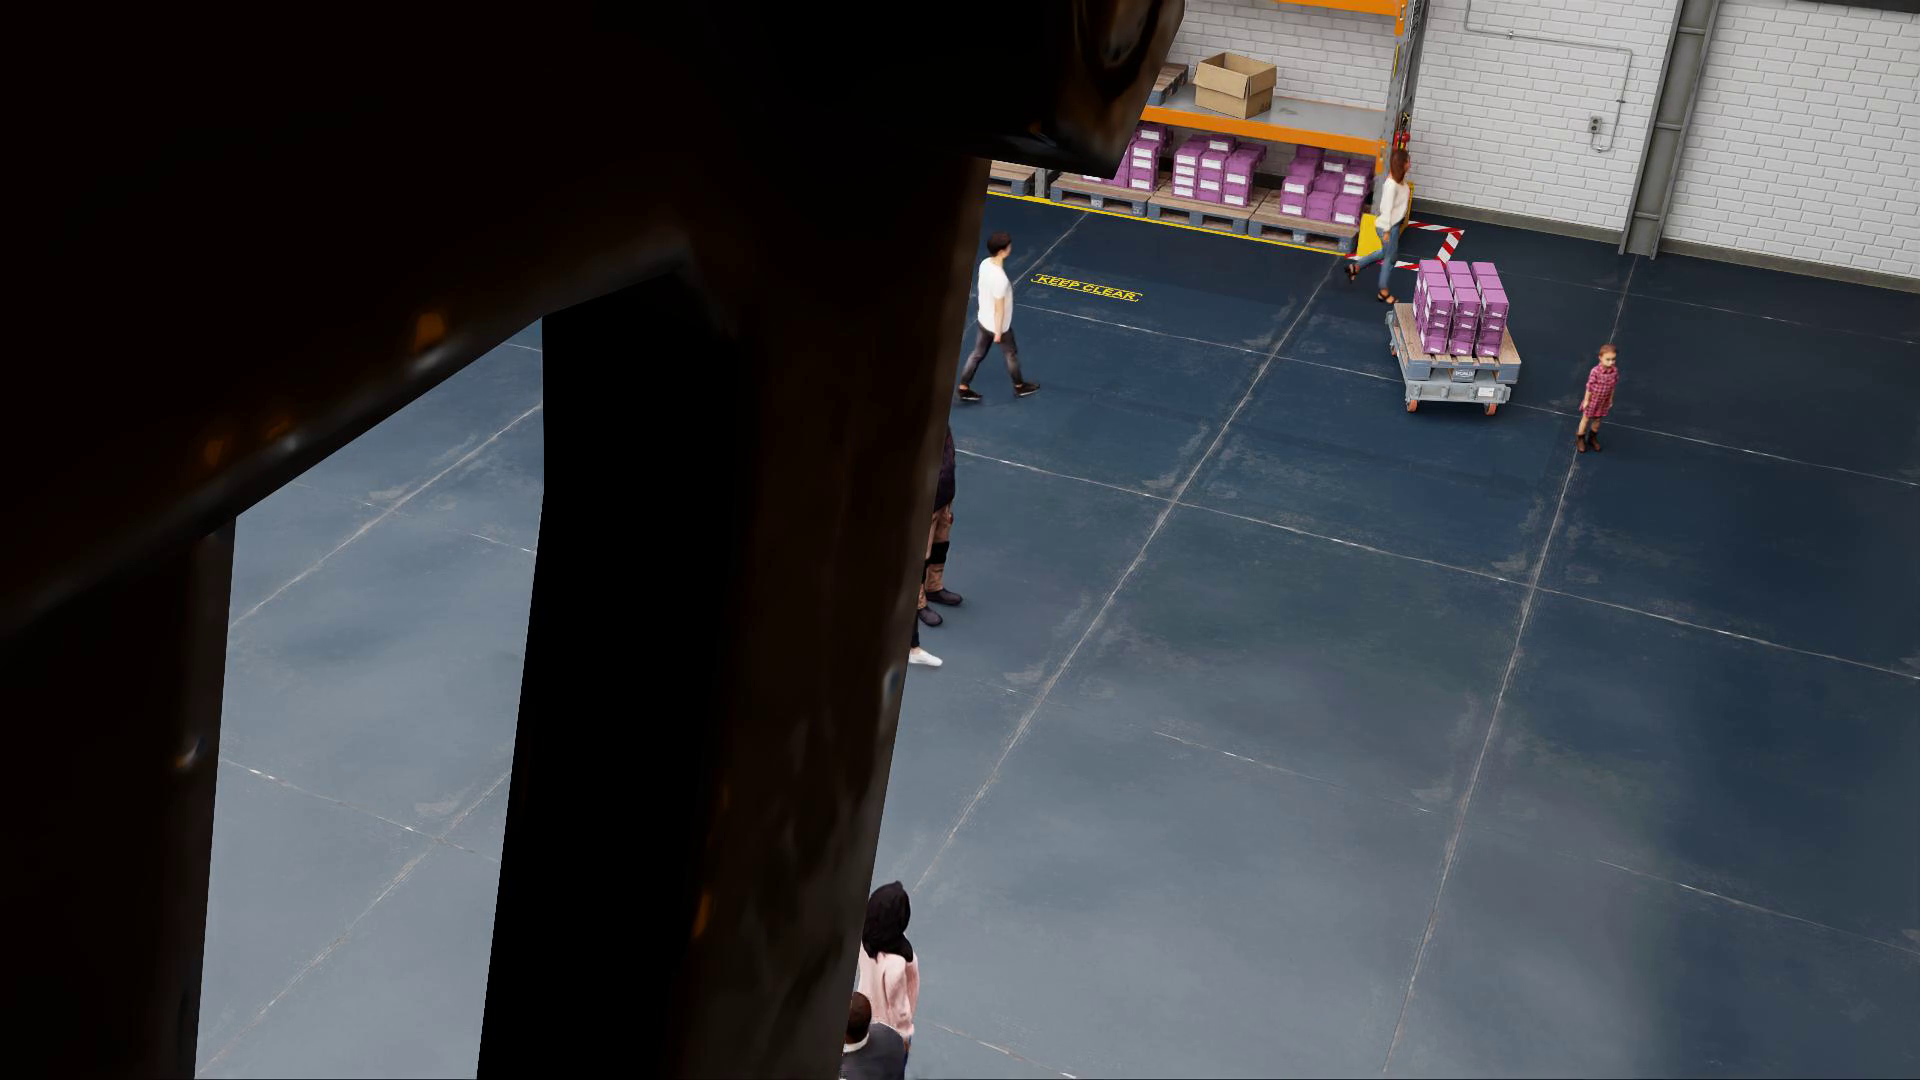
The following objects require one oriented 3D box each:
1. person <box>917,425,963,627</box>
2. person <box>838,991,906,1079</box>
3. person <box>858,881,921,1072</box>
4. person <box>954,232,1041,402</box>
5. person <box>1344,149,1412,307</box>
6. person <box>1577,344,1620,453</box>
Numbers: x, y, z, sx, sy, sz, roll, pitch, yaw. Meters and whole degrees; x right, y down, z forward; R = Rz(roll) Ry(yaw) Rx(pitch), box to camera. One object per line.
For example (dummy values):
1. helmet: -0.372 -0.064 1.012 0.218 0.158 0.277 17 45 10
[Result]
1. person: -0.229 -0.285 12.456 0.625 1.925 0.712 18 38 25
2. person: -0.349 2.854 7.754 0.736 1.903 0.733 20 38 27
3. person: -0.384 2.429 8.517 0.773 1.766 0.714 -11 35 -16
4. person: 0.238 -2.013 15.275 1.123 1.683 1.094 -13 36 -18
5. person: 4.353 -3.244 17.143 0.840 1.665 0.621 14 36 20
6. person: 5.677 -1.276 14.763 0.479 1.021 0.558 -4 34 -6
